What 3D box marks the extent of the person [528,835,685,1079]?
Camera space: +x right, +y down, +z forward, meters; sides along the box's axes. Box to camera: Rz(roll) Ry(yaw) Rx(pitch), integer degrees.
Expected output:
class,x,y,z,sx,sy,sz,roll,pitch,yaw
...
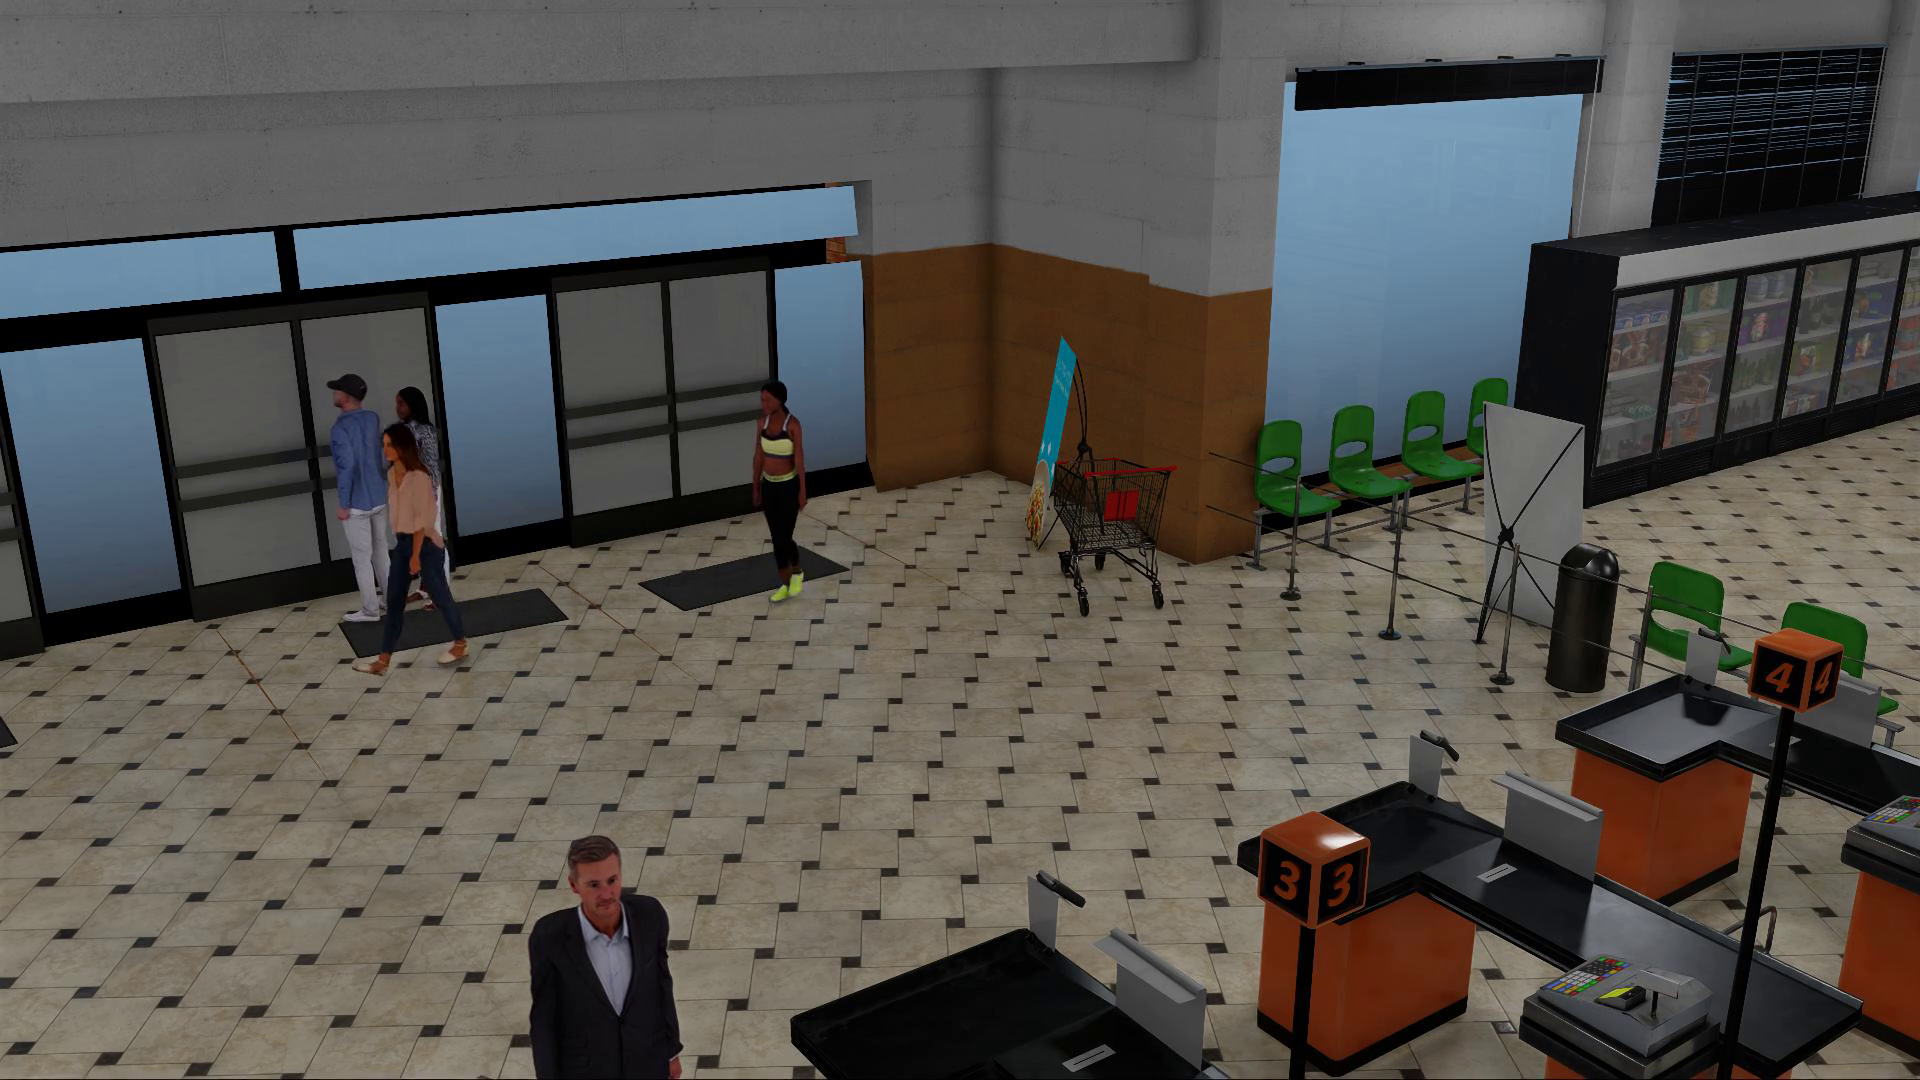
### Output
class,x,y,z,sx,sy,sz,roll,pitch,yaw
person,-1.240,1.872,5.908,0.701,1.842,0.586,-12,22,-31

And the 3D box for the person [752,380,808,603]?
class,x,y,z,sx,sy,sz,roll,pitch,yaw
person,-1.317,-0.381,12.747,0.676,1.741,0.754,10,21,27

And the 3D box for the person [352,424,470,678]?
class,x,y,z,sx,sy,sz,roll,pitch,yaw
person,-3.629,0.066,11.413,1.083,1.747,0.891,14,23,36

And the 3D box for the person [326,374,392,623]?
class,x,y,z,sx,sy,sz,roll,pitch,yaw
person,-4.426,-0.312,12.316,0.775,1.886,0.747,6,20,18

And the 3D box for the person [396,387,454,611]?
class,x,y,z,sx,sy,sz,roll,pitch,yaw
person,-4.094,-0.325,12.608,0.546,1.724,0.716,13,23,35
